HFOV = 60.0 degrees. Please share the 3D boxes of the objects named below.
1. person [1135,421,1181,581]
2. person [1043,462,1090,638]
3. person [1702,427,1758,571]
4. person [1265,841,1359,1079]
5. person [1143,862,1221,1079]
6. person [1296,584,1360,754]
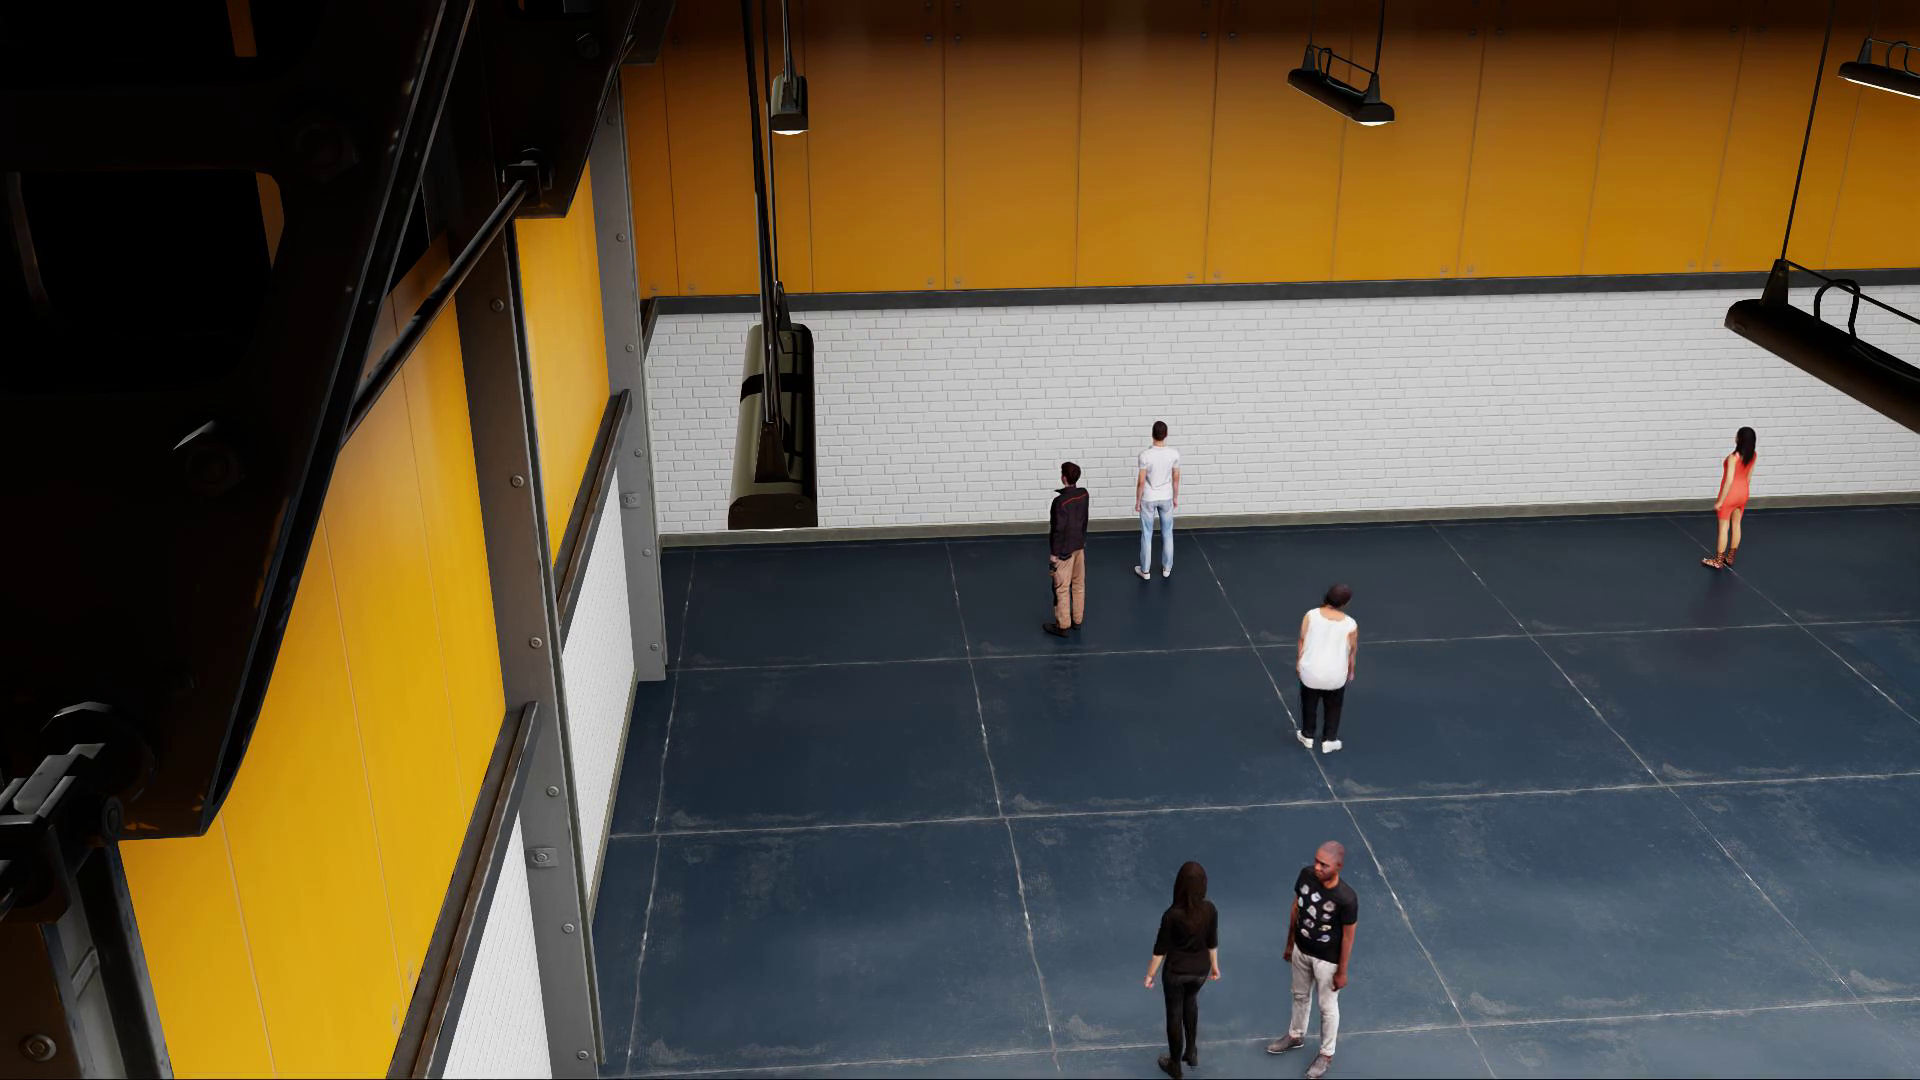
[{"bbox_3d":[2.225,-0.453,18.775,0.661,1.851,0.561,-4,24,-10],"label":"person"},{"bbox_3d":[1.131,0.087,17.447,0.836,1.925,0.793,21,31,40],"label":"person"},{"bbox_3d":[8.850,-0.488,19.021,0.658,1.718,0.640,-10,26,-23],"label":"person"},{"bbox_3d":[2.460,2.818,11.351,0.825,1.805,0.729,-17,29,-34],"label":"person"},{"bbox_3d":[1.574,2.956,11.251,0.736,1.632,0.684,-9,25,-20],"label":"person"},{"bbox_3d":[3.337,1.159,15.308,0.765,1.675,0.750,0,24,1],"label":"person"}]
